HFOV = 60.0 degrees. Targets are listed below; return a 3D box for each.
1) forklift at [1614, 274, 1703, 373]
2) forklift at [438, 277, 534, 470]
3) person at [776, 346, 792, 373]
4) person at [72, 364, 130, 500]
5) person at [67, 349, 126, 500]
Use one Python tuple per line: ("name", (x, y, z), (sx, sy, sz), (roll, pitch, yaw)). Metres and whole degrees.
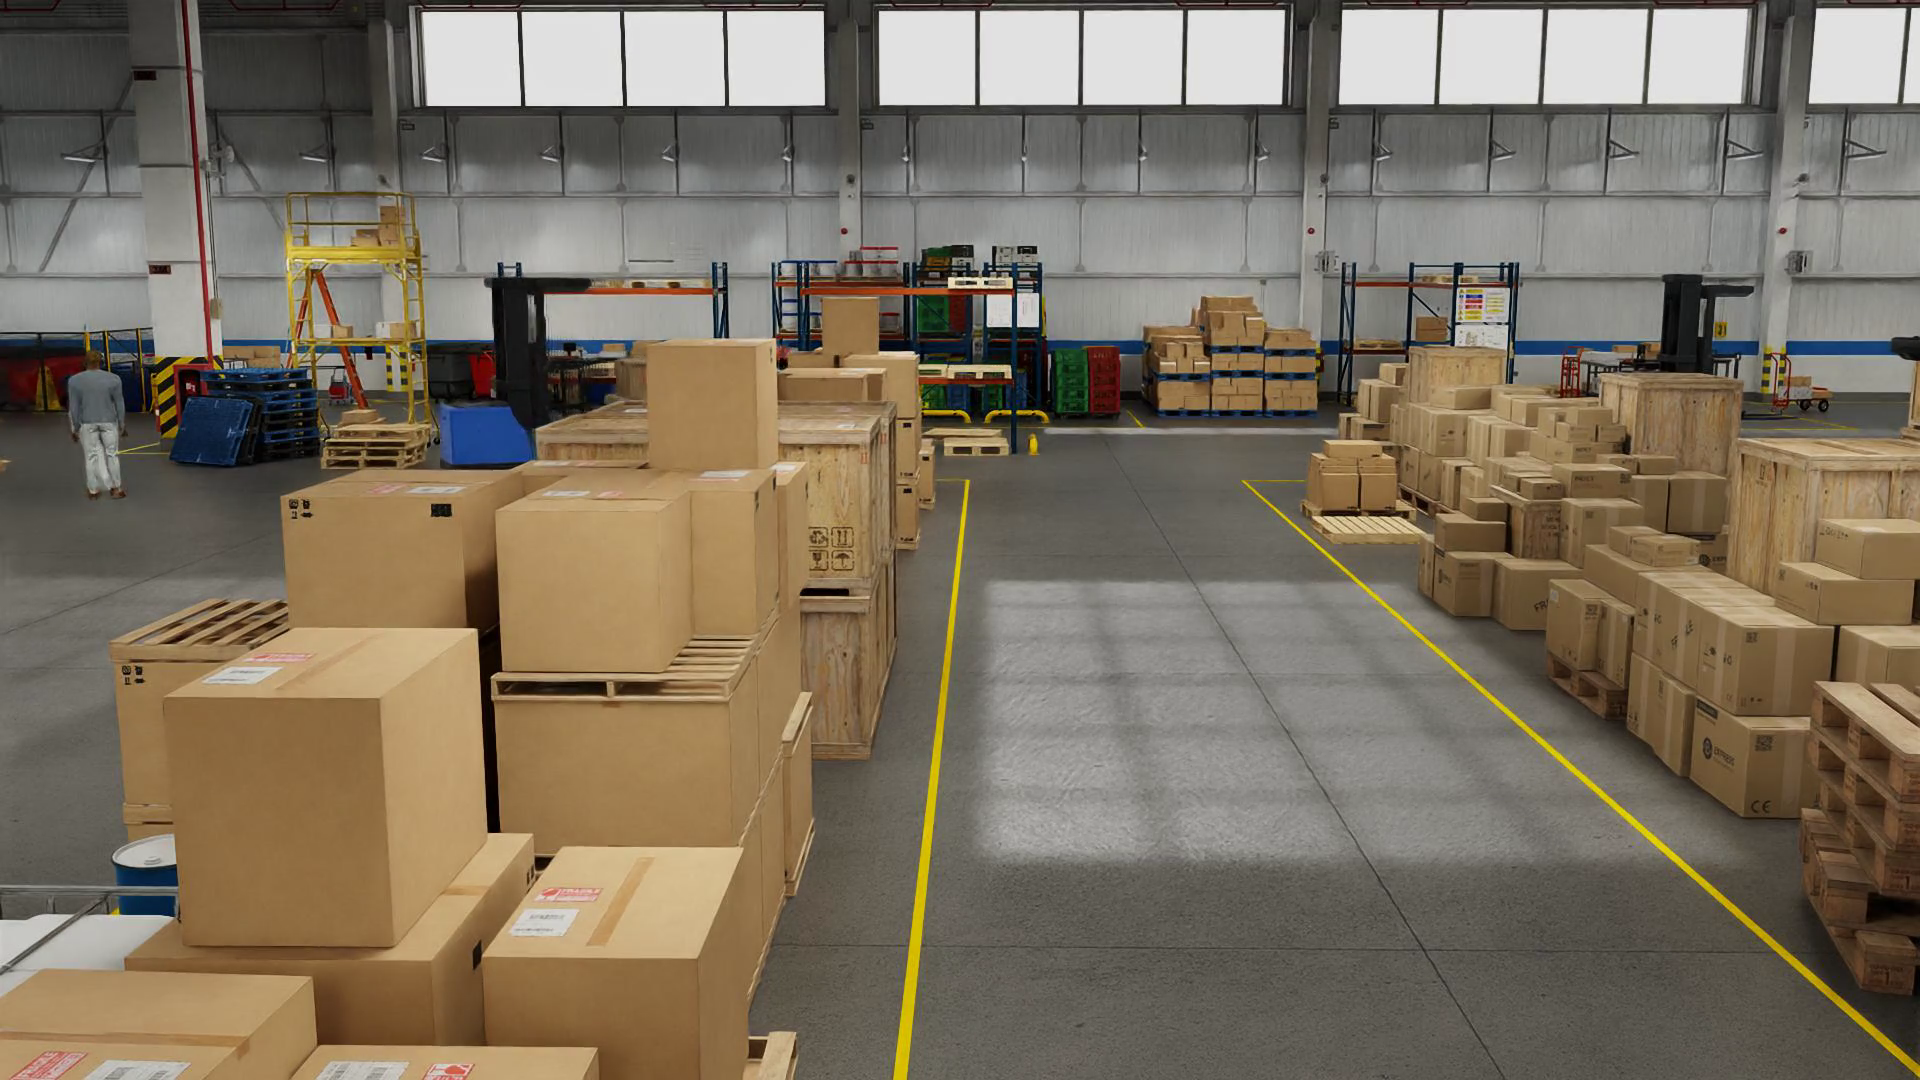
("forklift", (12.608, -3.276, 29.256), (1.873, 2.768, 1.129), (0, 9, 1))
("forklift", (-6.218, -2.234, 23.017), (1.873, 2.768, 1.129), (-5, 11, -27))
("person", (-2.463, -1.764, 23.201), (1.028, 1.878, 0.564), (-3, 10, -18))
("person", (-10.997, -1.430, 21.323), (0.993, 1.827, 0.570), (6, 11, 32))
("person", (-11.008, -1.472, 21.269), (0.636, 1.939, 0.362), (-4, 10, -22))
